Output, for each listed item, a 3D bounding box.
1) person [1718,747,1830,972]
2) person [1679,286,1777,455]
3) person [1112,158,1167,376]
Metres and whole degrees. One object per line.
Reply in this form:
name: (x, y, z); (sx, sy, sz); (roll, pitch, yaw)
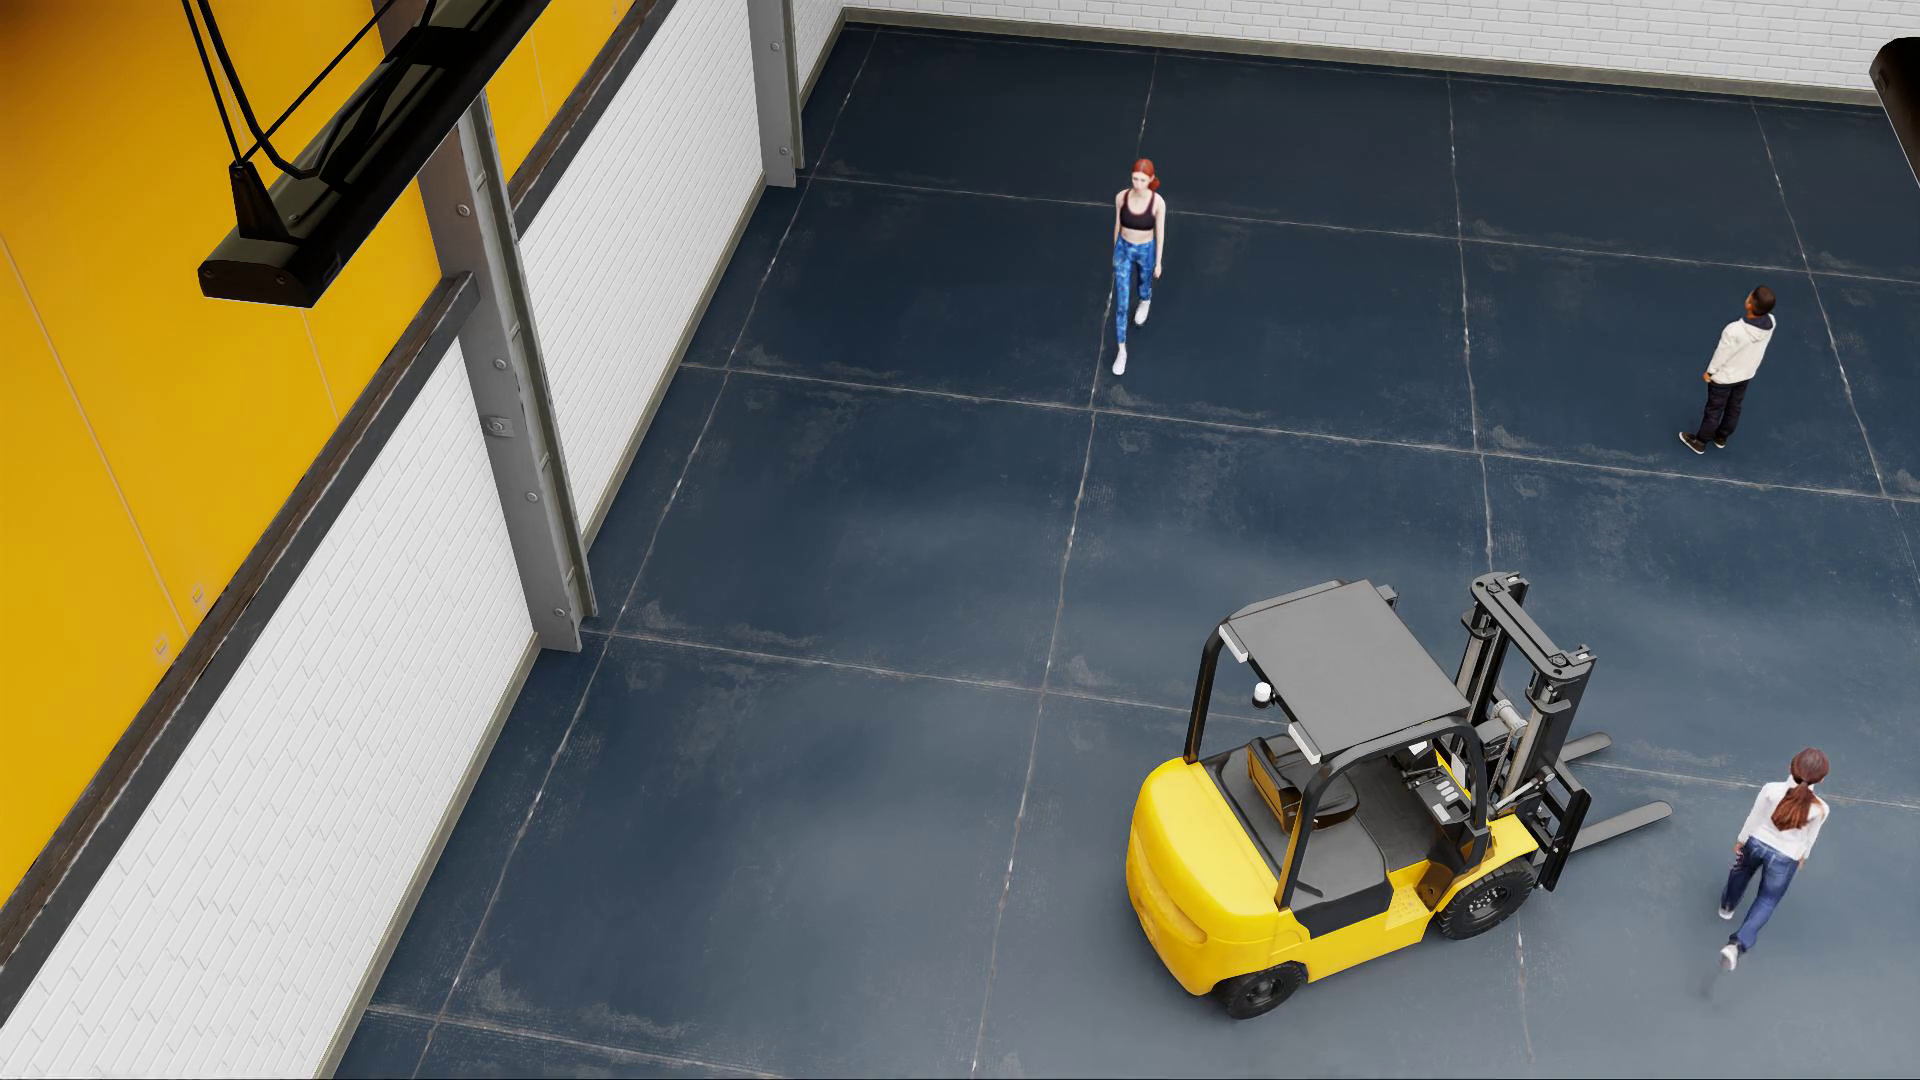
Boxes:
person: (4.455, 1.756, 9.168); (0.801, 1.541, 1.026); (27, 50, 25)
person: (5.778, -1.265, 12.401); (0.658, 1.455, 0.669); (-13, 45, -13)
person: (1.419, -2.255, 13.224); (0.653, 1.754, 1.182); (11, 45, 11)
